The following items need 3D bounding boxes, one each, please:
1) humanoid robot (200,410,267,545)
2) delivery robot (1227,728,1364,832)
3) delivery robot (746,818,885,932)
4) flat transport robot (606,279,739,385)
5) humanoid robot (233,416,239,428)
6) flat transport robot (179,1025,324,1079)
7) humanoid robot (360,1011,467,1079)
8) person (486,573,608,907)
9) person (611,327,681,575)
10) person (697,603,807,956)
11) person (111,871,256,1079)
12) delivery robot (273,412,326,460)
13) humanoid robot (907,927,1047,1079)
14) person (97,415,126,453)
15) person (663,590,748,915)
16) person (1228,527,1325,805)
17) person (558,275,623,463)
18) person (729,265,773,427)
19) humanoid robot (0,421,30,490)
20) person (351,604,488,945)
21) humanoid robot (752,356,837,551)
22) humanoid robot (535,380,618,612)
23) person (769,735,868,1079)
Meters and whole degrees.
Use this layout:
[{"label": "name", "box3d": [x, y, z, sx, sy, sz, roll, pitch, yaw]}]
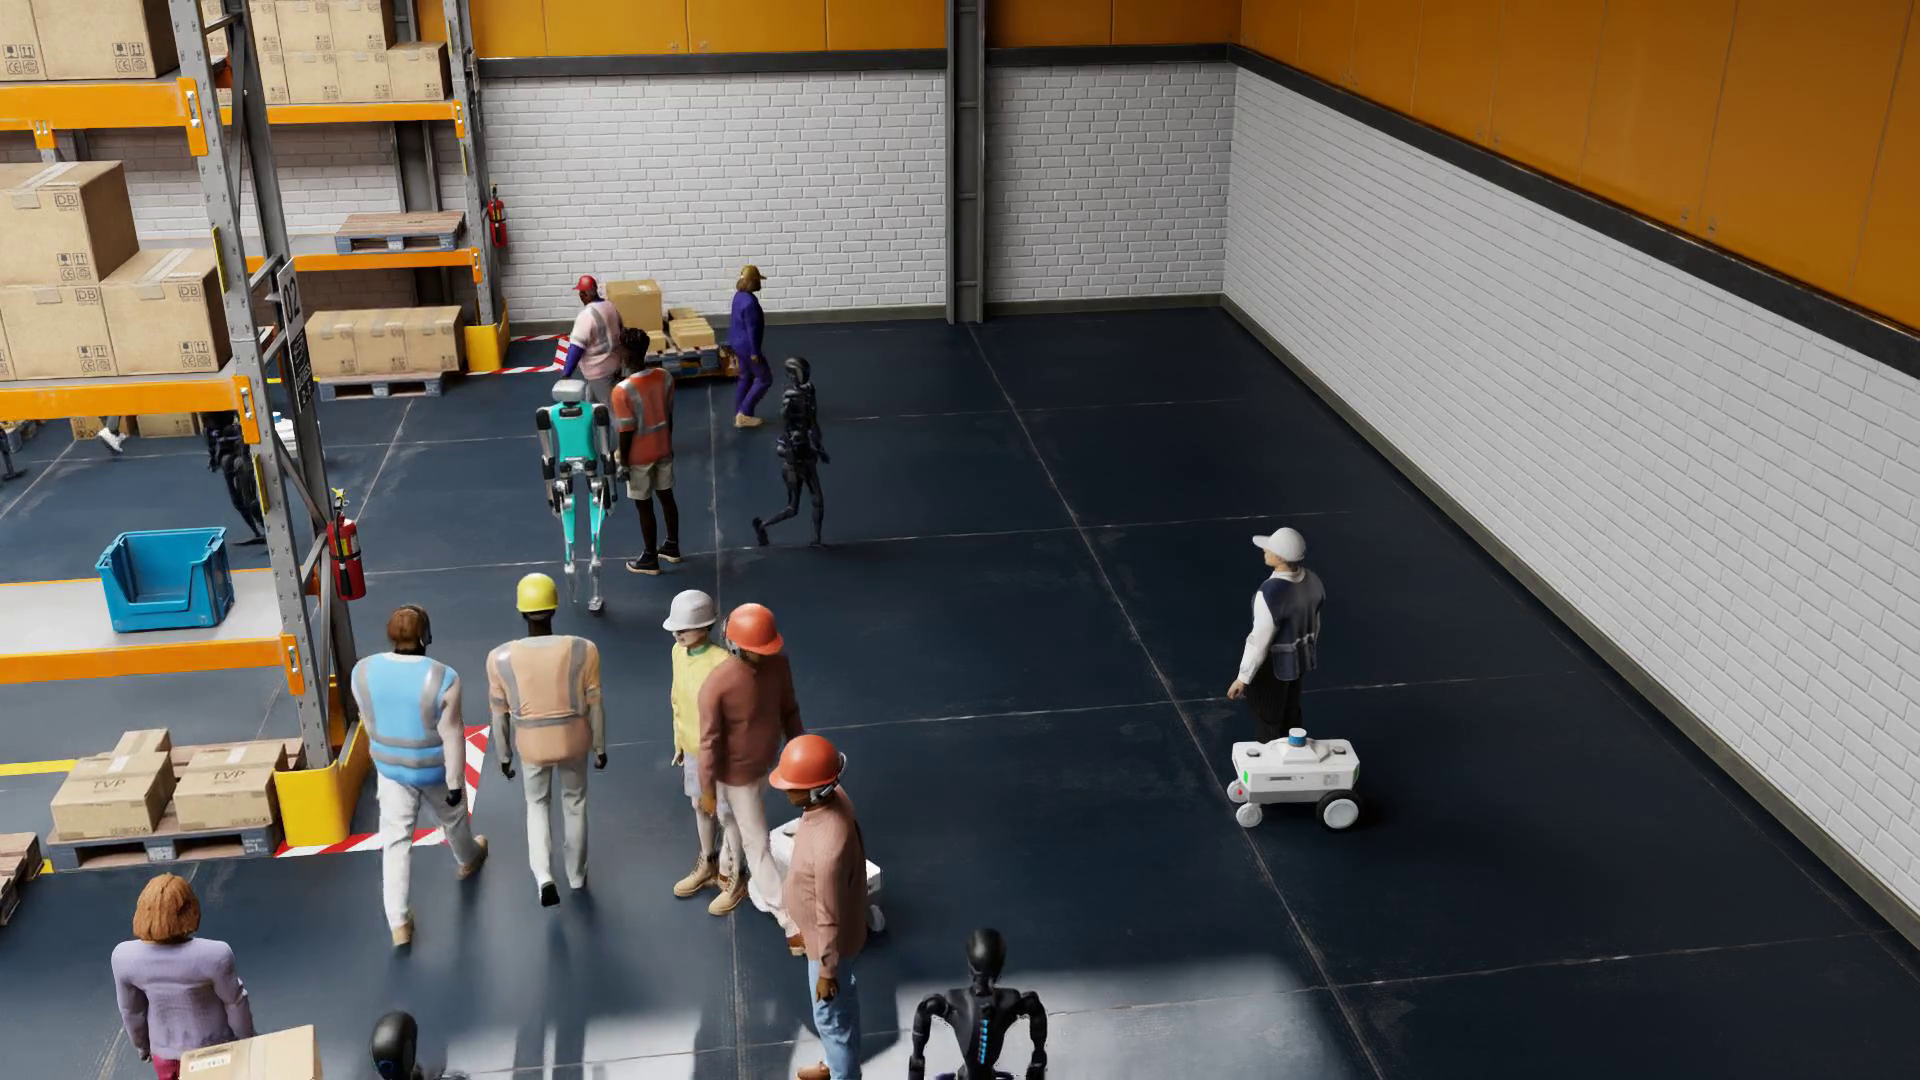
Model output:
[{"label": "humanoid robot", "box3d": [-5.756, -0.712, 13.263, 0.609, 1.636, 0.421, 15, 28, 31]}, {"label": "delivery robot", "box3d": [1.994, 1.399, 9.861, 0.802, 0.601, 0.499, -1, 24, -3]}, {"label": "delivery robot", "box3d": [-0.758, 1.804, 8.932, 0.499, 0.595, 0.791, -21, 31, -39]}, {"label": "flat transport robot", "box3d": [-3.042, -1.856, 17.626, 1.431, 0.231, 0.659, -8, 25, -17]}, {"label": "humanoid robot", "box3d": [-6.675, -1.634, 15.318, 0.572, 1.768, 0.957, -14, 27, -29]}, {"label": "flat transport robot", "box3d": [-3.018, 2.900, 6.789, 1.431, 0.231, 0.659, 13, 27, 27]}, {"label": "humanoid robot", "box3d": [-1.977, 2.426, 6.107, 0.600, 1.649, 0.325, -4, 24, -9]}, {"label": "person", "box3d": [-2.176, 1.102, 8.858, 0.584, 1.907, 0.576, -4, 24, -10]}, {"label": "person", "box3d": [-2.431, -0.685, 12.849, 0.369, 1.965, 0.605, 15, 28, 30]}, {"label": "person", "box3d": [-1.004, 1.201, 8.587, 1.027, 1.926, 0.615, 15, 28, 30]}, {"label": "person", "box3d": [-3.174, 2.099, 6.913, 0.507, 1.632, 0.265, -1, 24, -2]}, {"label": "delivery robot", "box3d": [-6.151, -0.848, 14.989, 0.808, 0.607, 0.499, -7, 25, -15]}, {"label": "humanoid robot", "box3d": [0.039, 2.231, 6.590, 0.594, 1.631, 0.724, -3, 24, -6]}, {"label": "person", "box3d": [-7.916, -1.684, 15.261, 0.564, 1.851, 0.653, 0, 24, 0]}, {"label": "person", "box3d": [-1.340, 1.114, 8.846, 0.480, 1.889, 0.398, 19, 30, 36]}, {"label": "person", "box3d": [1.890, 0.742, 9.847, 0.768, 1.758, 0.407, -22, 32, -40]}, {"label": "person", "box3d": [-3.383, -1.544, 15.122, 0.871, 1.702, 0.613, 4, 24, 9]}, {"label": "person", "box3d": [-1.995, -1.830, 15.898, 0.407, 1.593, 0.519, -7, 25, -16]}, {"label": "humanoid robot", "box3d": [-8.525, -1.250, 14.509, 0.591, 1.630, 0.622, 15, 28, 30]}, {"label": "person", "box3d": [-2.877, 1.195, 8.806, 0.633, 1.787, 1.003, 2, 24, 5]}, {"label": "humanoid robot", "box3d": [-1.328, -0.697, 13.262, 0.627, 1.638, 0.590, 8, 25, 17]}, {"label": "humanoid robot", "box3d": [-2.772, -0.206, 12.106, 0.554, 1.833, 0.726, -3, 24, -6]}, {"label": "person", "box3d": [-0.604, 1.725, 7.337, 0.403, 1.986, 0.615, -2, 24, -4]}]
